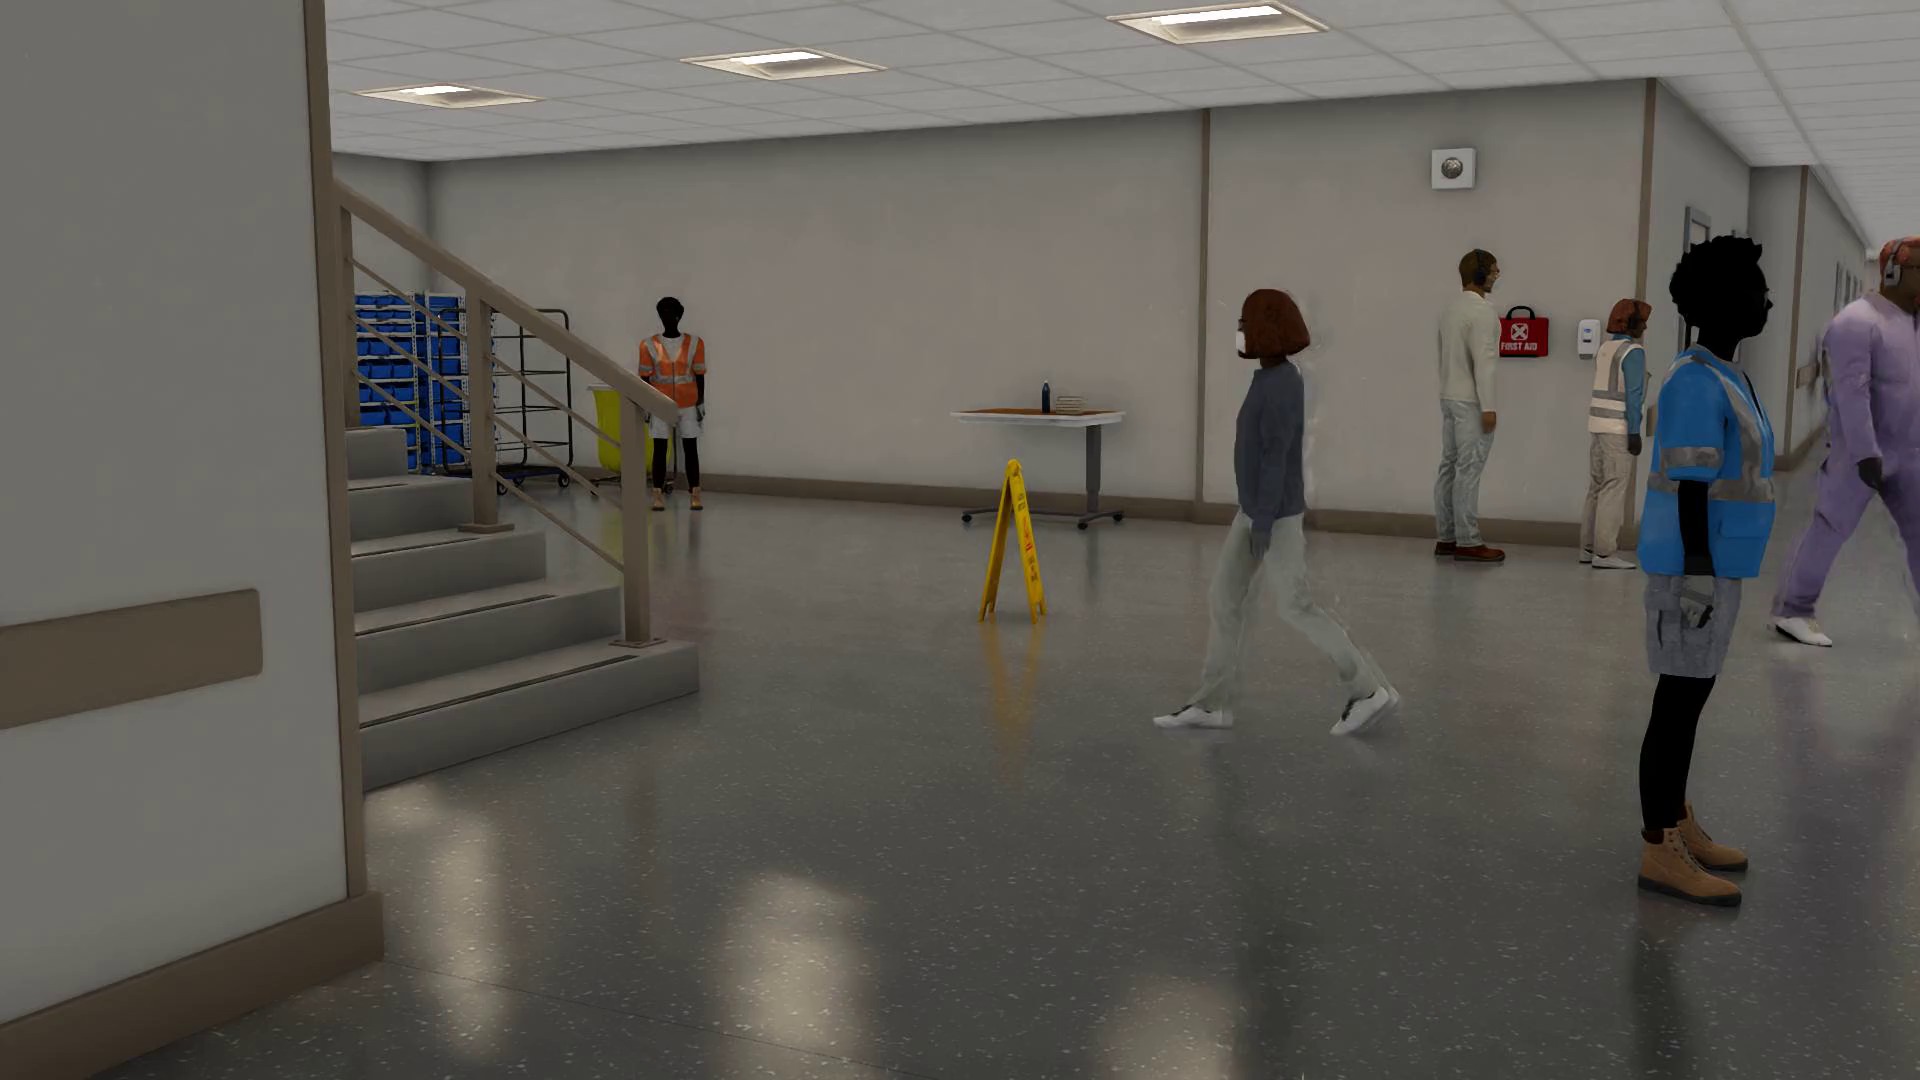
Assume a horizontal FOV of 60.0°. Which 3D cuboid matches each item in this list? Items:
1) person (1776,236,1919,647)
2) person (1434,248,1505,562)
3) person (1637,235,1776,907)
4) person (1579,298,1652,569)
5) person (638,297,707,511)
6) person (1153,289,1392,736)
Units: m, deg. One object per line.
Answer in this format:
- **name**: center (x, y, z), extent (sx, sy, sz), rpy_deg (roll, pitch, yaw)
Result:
- **person**: center (4.091, -0.396, 7.331), extent (0.643, 1.852, 1.011), rpy_deg (-3, 8, -19)
- **person**: center (3.182, -0.837, 10.386), extent (0.371, 1.940, 0.627), rpy_deg (-1, 7, -6)
- **person**: center (1.933, 0.070, 4.317), extent (0.317, 1.700, 0.538), rpy_deg (4, 9, 30)
- **person**: center (3.968, -0.638, 10.055), extent (0.323, 1.630, 0.503), rpy_deg (0, 7, 0)
- **person**: center (-2.261, -1.066, 13.109), extent (0.537, 1.687, 0.324), rpy_deg (-1, 8, -11)
- **person**: center (1.144, -0.089, 5.918), extent (0.797, 1.606, 0.505), rpy_deg (0, 7, -1)
